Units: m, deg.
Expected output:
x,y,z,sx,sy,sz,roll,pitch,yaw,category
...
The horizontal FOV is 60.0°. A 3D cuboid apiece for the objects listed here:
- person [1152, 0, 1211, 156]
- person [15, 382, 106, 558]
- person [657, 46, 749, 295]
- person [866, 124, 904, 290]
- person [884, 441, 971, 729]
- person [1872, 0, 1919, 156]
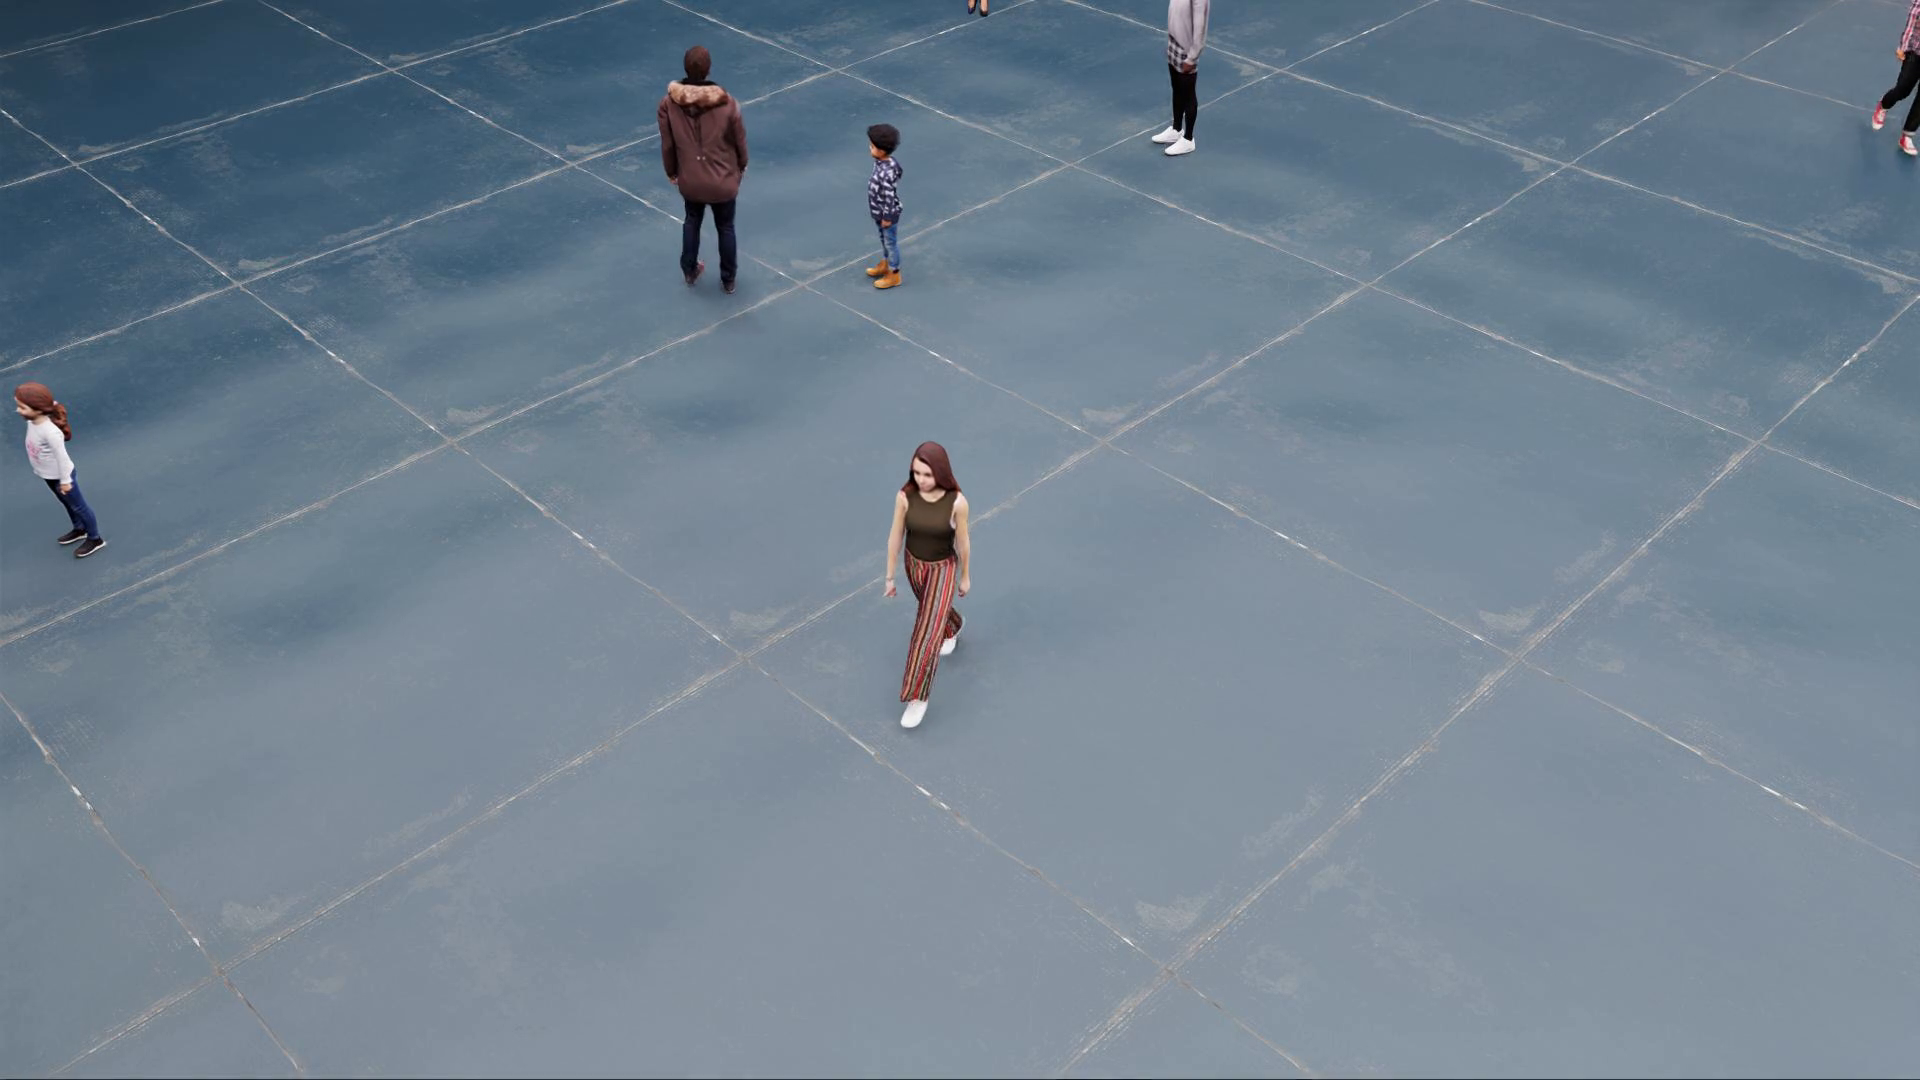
x,y,z,sx,sy,sz,roll,pitch,yaw,category
1.904,-4.130,13.934,0.690,1.772,0.694,-11,39,-14,person
-5.215,-0.423,9.605,0.453,1.110,0.484,28,45,31,person
-1.774,-2.579,11.841,0.927,1.837,0.976,1,37,1,person
-0.541,-2.450,12.156,0.604,1.251,0.571,-9,38,-12,person
-0.124,0.120,8.549,0.883,1.524,1.171,12,39,16,person
8.158,-4.186,14.028,0.969,1.749,1.048,4,37,5,person
